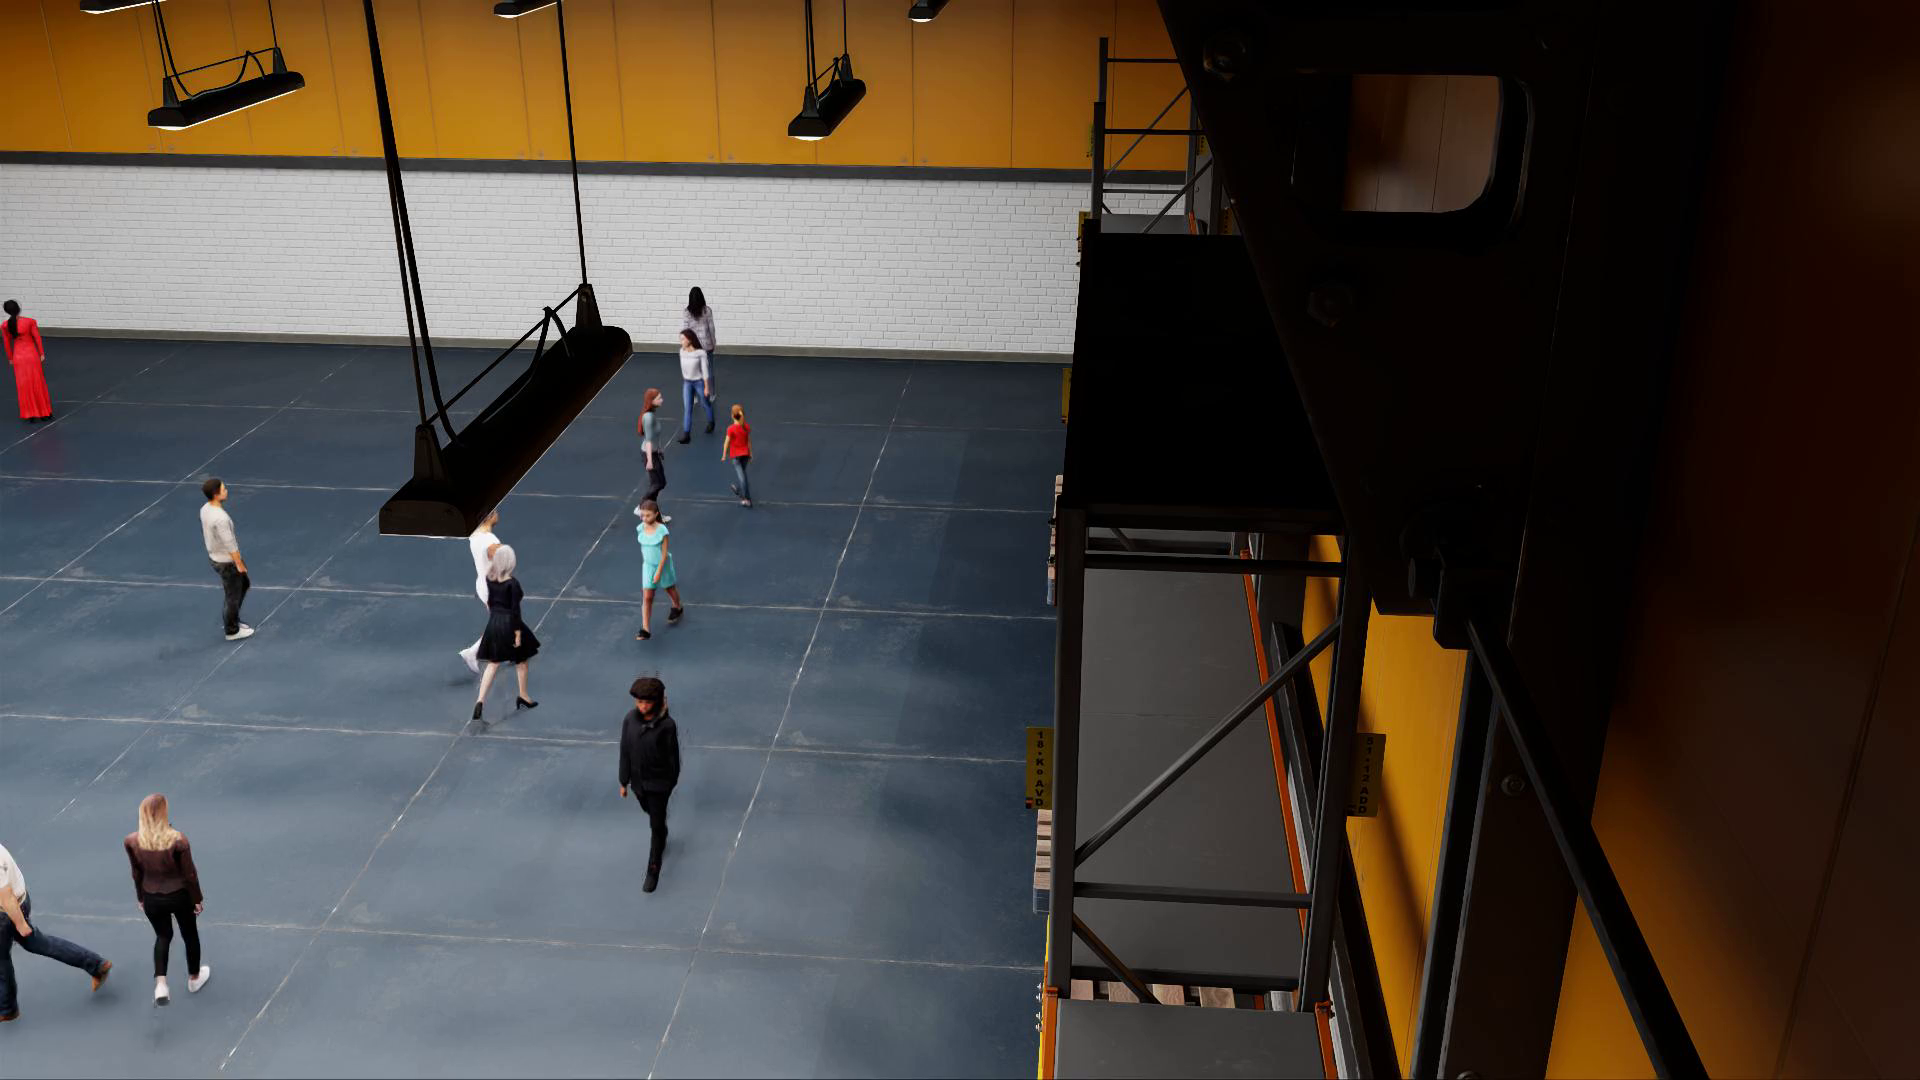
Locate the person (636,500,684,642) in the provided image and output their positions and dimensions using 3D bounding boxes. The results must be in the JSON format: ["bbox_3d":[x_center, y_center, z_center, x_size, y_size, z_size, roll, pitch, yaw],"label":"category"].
[{"bbox_3d":[-3.136,0.270,17.507,0.712,1.507,1.173,8,25,17],"label":"person"}]

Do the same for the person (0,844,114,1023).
[{"bbox_3d":[-6.618,2.619,11.761,1.197,1.805,1.232,-12,26,-25],"label":"person"}]

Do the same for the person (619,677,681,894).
[{"bbox_3d":[-2.506,1.877,13.527,0.689,1.750,1.117,4,24,10],"label":"person"}]

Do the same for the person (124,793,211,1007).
[{"bbox_3d":[-5.702,2.616,11.911,0.696,1.689,0.897,-2,24,-3],"label":"person"}]

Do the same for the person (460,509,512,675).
[{"bbox_3d":[-4.751,0.504,16.647,1.075,1.767,1.031,-16,28,-33],"label":"person"}]

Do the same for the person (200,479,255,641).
[{"bbox_3d":[-7.701,0.233,17.233,0.842,1.793,0.784,-19,30,-37],"label":"person"}]

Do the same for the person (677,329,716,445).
[{"bbox_3d":[-3.582,-2.134,22.921,0.878,1.574,1.173,10,25,21],"label":"person"}]

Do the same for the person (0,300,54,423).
[{"bbox_3d":[-13.262,-2.548,23.603,0.730,1.787,0.737,-6,24,-13],"label":"person"}]

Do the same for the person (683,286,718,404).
[{"bbox_3d":[-3.824,-2.876,24.422,0.664,1.733,0.614,-4,24,-10],"label":"person"}]

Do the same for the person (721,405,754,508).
[{"bbox_3d":[-2.712,-1.025,20.742,0.814,1.287,0.898,-17,29,-34],"label":"person"}]

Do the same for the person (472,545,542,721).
[{"bbox_3d":[-4.350,0.911,15.776,0.902,1.718,1.092,13,27,26],"label":"person"}]

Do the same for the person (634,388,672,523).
[{"bbox_3d":[-3.812,-1.002,20.137,0.761,1.730,0.686,-4,24,-10],"label":"person"}]
